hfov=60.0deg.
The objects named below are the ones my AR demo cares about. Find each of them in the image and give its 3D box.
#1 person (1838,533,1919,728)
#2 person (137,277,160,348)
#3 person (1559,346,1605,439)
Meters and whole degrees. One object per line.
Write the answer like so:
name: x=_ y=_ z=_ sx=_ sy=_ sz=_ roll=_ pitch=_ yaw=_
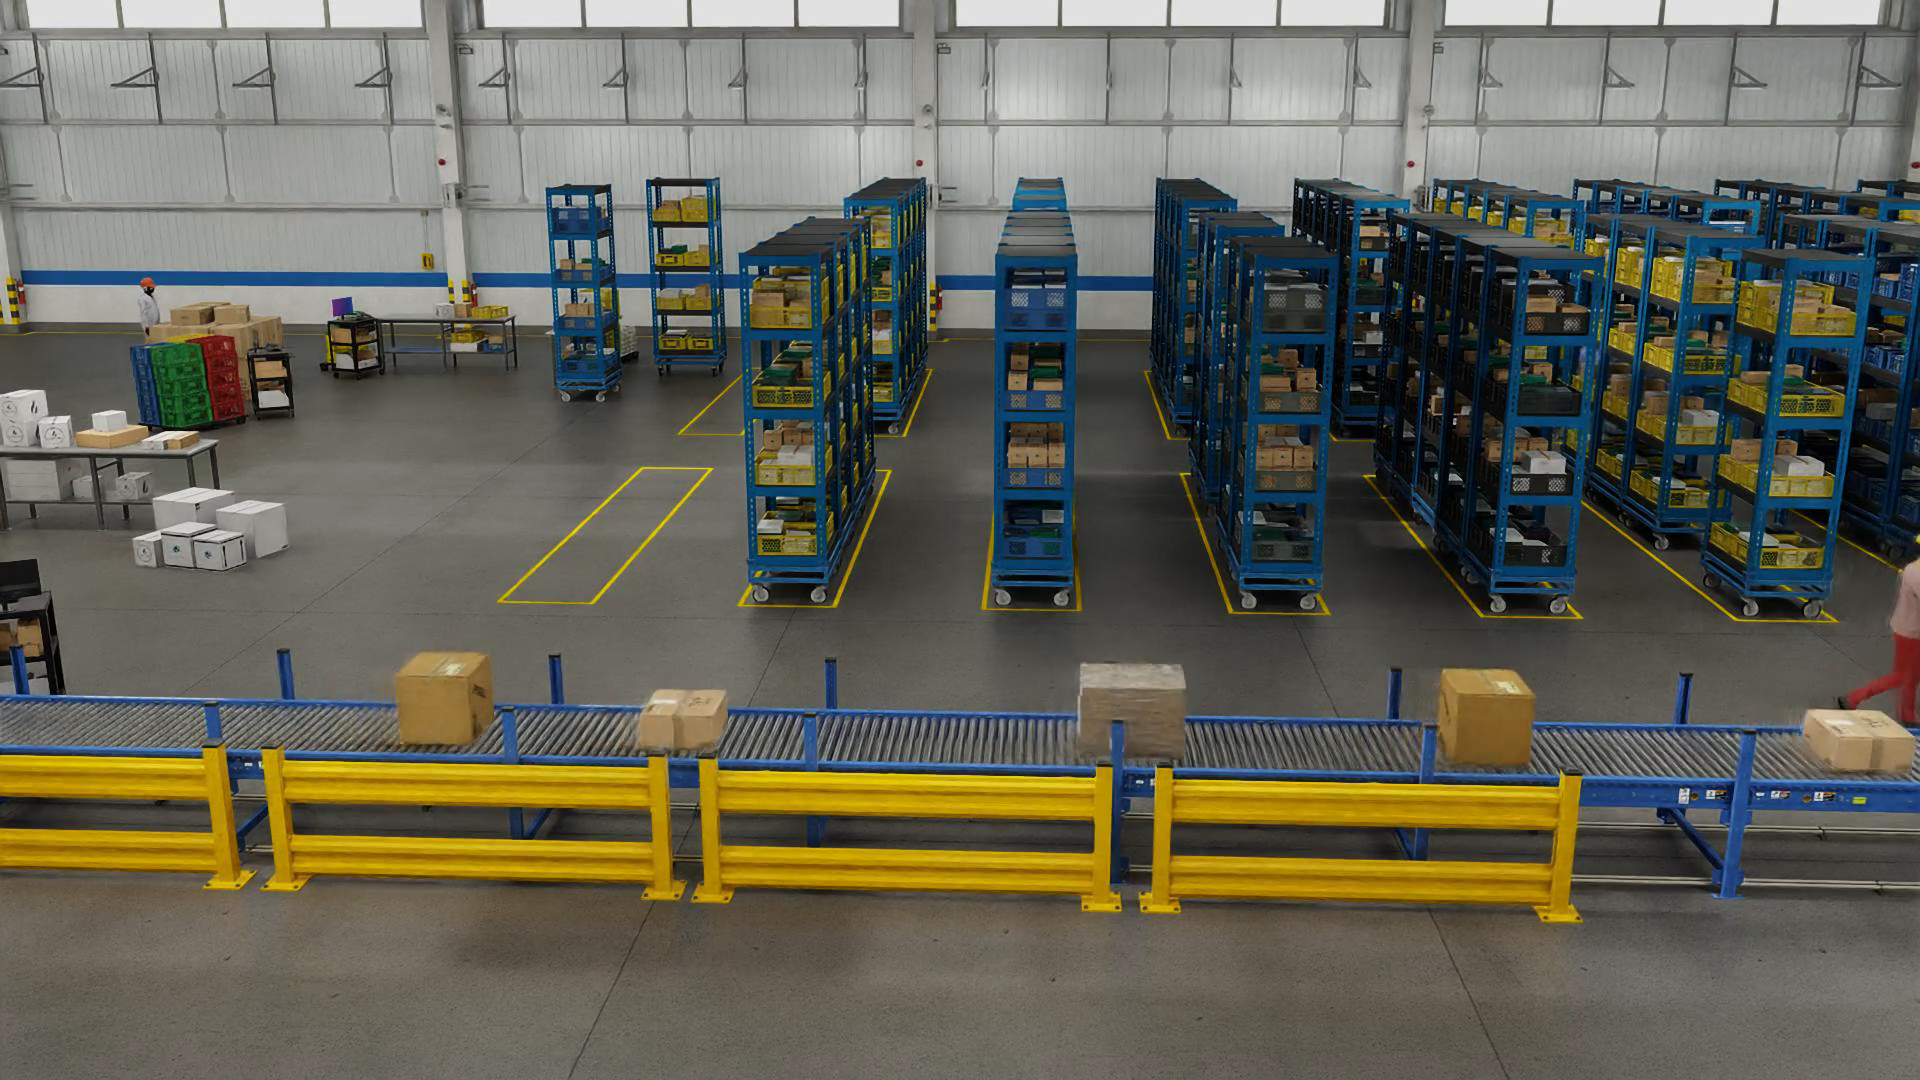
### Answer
person: x=7.631 y=0.737 z=13.523 sx=0.705 sy=1.742 sz=0.528 roll=5 pitch=16 yaw=19
person: x=-15.178 y=-4.051 z=31.248 sx=0.327 sy=1.753 sz=0.562 roll=-1 pitch=15 yaw=-4
person: x=9.343 y=-2.374 z=24.873 sx=0.607 sy=1.832 sz=0.590 roll=4 pitch=16 yaw=16
